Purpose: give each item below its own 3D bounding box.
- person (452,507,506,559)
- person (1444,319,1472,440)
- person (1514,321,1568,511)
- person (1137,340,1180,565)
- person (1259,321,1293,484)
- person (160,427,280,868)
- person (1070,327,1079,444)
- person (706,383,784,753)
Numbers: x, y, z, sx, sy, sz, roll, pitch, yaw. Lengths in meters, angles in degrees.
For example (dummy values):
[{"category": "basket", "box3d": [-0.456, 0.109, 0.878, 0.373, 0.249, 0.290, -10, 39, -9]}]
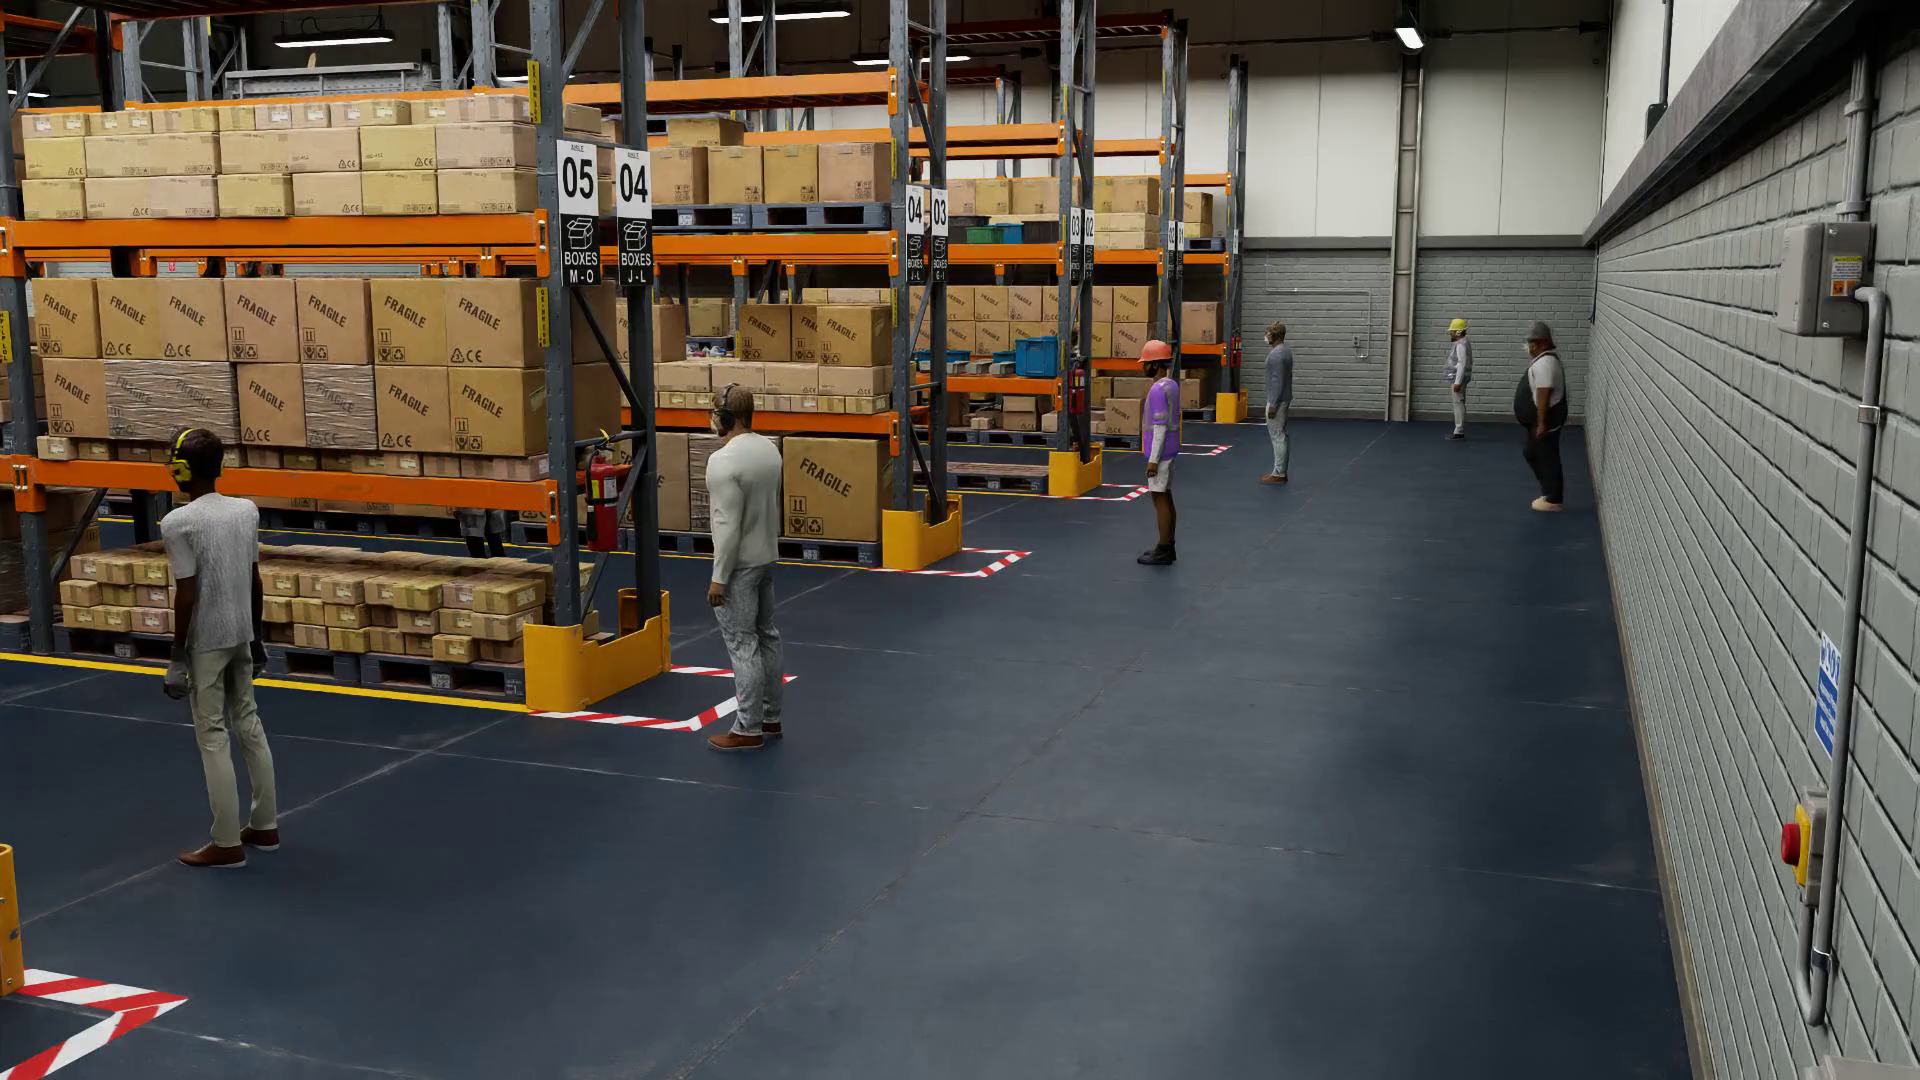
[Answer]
[{"category": "person", "box3d": [-3.568, -0.308, 12.315, 0.317, 1.695, 0.540, 3, 10, 19]}, {"category": "person", "box3d": [7.489, -2.412, 25.031, 0.404, 1.827, 0.600, 3, 10, 19]}, {"category": "person", "box3d": [6.149, -1.323, 17.581, 0.572, 2.000, 0.697, 3, 10, 17]}, {"category": "person", "box3d": [1.695, -0.751, 14.336, 0.378, 1.932, 0.551, 3, 10, 19]}, {"category": "person", "box3d": [3.779, -1.630, 19.813, 0.352, 1.937, 0.635, 3, 10, 19]}, {"category": "person", "box3d": [-3.147, 0.455, 7.028, 0.309, 1.864, 0.534, 3, 10, 19]}, {"category": "person", "box3d": [1.514, -1.902, 21.923, 0.436, 1.810, 0.567, -2, 9, -11]}, {"category": "person", "box3d": [-1.136, 0.146, 8.733, 0.355, 1.936, 0.635, 3, 10, 19]}]
